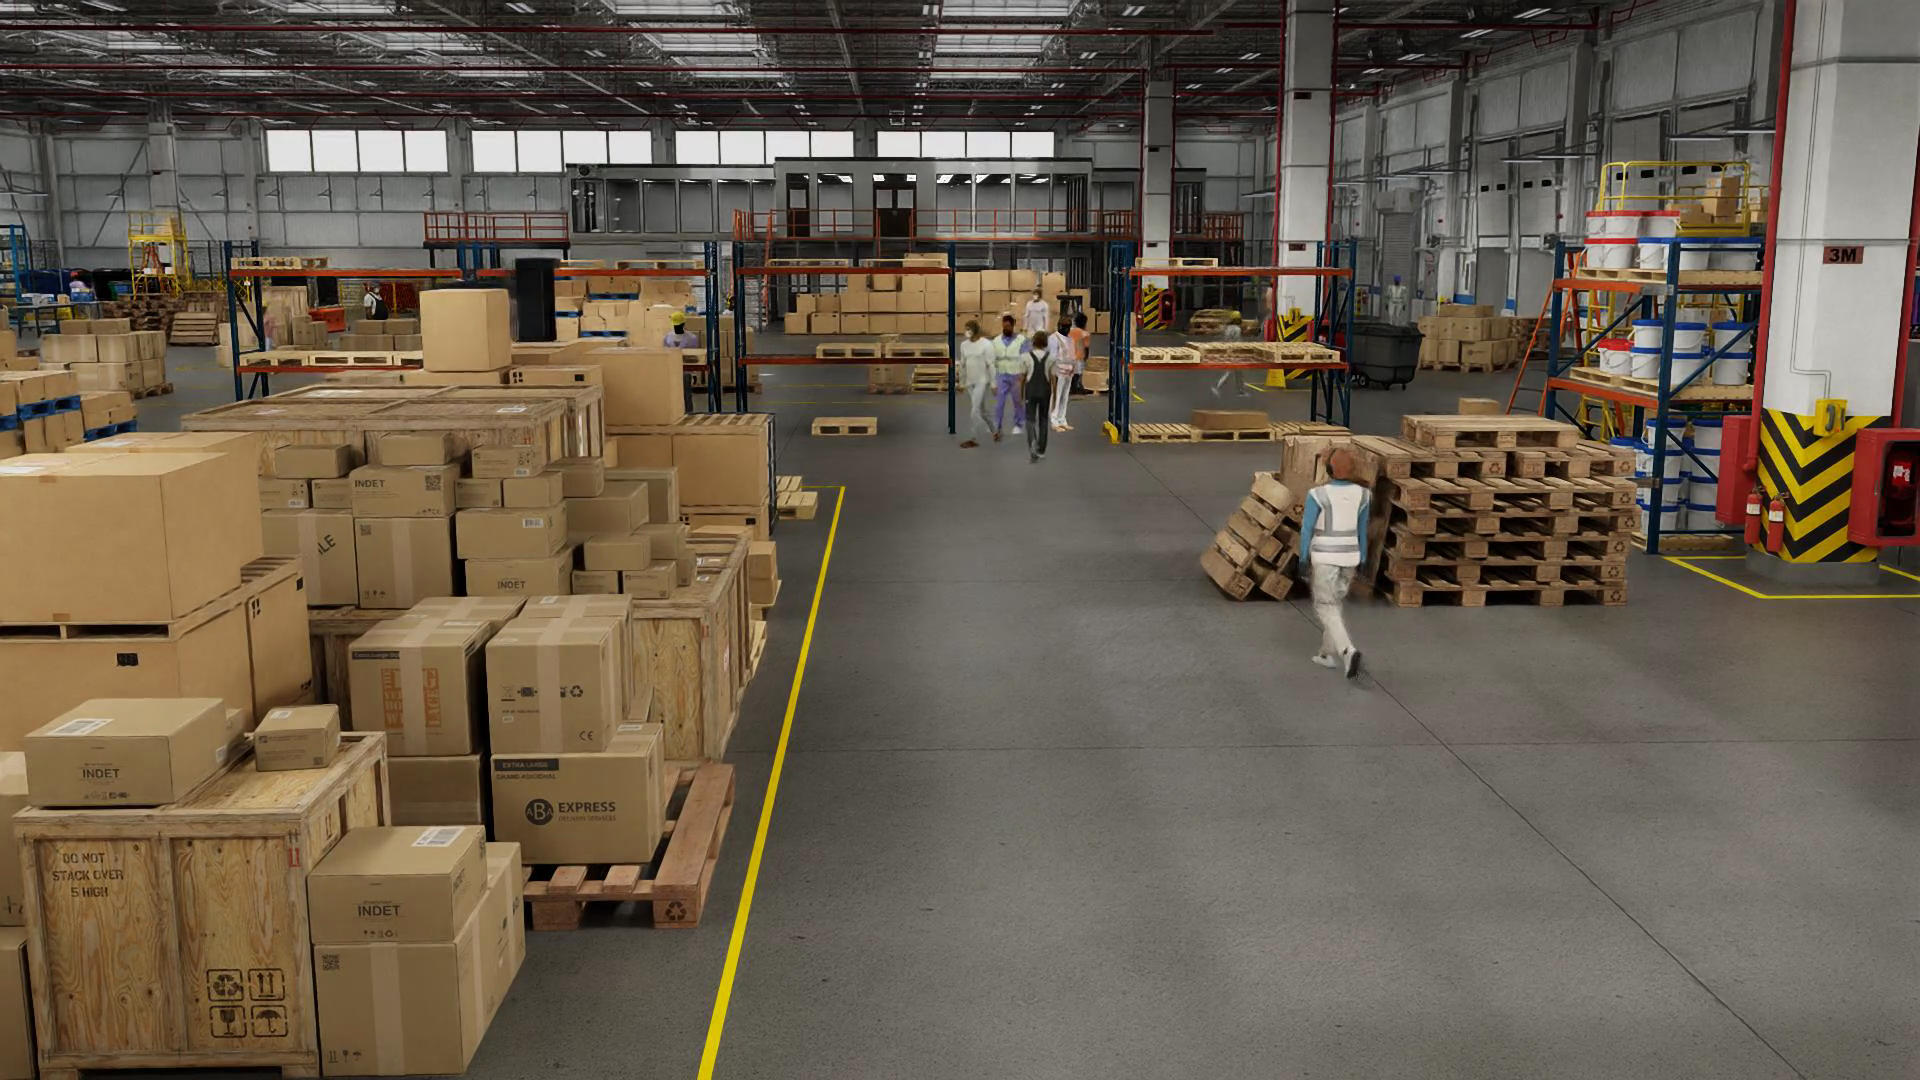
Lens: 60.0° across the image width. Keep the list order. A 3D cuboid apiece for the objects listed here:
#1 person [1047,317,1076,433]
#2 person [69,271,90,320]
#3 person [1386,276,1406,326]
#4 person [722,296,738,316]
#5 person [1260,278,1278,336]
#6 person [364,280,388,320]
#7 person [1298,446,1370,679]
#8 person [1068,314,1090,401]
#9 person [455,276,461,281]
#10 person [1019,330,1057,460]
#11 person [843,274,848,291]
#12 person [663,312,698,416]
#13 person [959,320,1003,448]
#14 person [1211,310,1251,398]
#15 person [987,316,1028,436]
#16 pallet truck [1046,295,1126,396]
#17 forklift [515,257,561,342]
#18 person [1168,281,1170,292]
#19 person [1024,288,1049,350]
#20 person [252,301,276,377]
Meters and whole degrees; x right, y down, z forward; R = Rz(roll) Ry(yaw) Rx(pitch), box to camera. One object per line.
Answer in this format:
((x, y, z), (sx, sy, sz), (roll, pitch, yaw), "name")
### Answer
((1.643, -2.637, 26.585), (0.430, 1.839, 0.619), (6, 12, 31), "person")
((-30.867, -8.420, 58.277), (0.761, 2.025, 0.626), (6, 12, 28), "person")
((14.475, -7.804, 55.208), (0.642, 1.889, 1.014), (2, 10, 10), "person")
((-4.974, -4.375, 36.219), (0.326, 1.861, 0.499), (6, 12, 30), "person")
((9.882, -7.382, 52.817), (0.589, 1.905, 0.594), (-5, 11, -26), "person")
((-15.216, -5.770, 43.462), (0.536, 2.000, 0.688), (2, 10, 8), "person")
((2.644, 0.161, 11.626), (0.521, 1.619, 0.699), (-4, 11, -19), "person")
((2.154, -3.451, 31.583), (0.541, 1.660, 0.637), (10, 14, 44), "person")
((-19.499, -9.554, 65.055), (0.576, 1.867, 0.636), (-1, 10, -3), "person")
((1.081, -1.990, 23.008), (0.535, 1.827, 0.655), (0, 10, -2), "person")
((-3.835, -8.425, 58.621), (0.746, 1.915, 0.558), (-1, 10, -8), "person")
((-4.500, -2.706, 26.738), (0.584, 1.918, 0.376), (2, 10, 10), "person")
((0.314, -2.340, 24.798), (0.648, 1.901, 0.938), (9, 14, 41), "person")
((5.297, -3.625, 32.437), (0.833, 1.708, 0.484), (-2, 10, -10), "person")
((0.751, -2.566, 26.058), (0.596, 1.880, 0.872), (5, 11, 25), "person")
((2.483, -3.881, 33.060), (1.885, 1.965, 0.823), (-7, 13, -36), "pallet truck")
((-5.358, -2.210, 21.292), (1.873, 2.768, 1.129), (0, 10, -2), "forklift")
((7.588, -9.003, 62.131), (0.632, 1.806, 0.887), (9, 14, 41), "person")
((1.897, -5.141, 40.315), (0.636, 1.917, 0.722), (7, 13, 36), "person")
((-15.752, -4.583, 37.717), (0.532, 1.742, 0.790), (2, 10, 10), "person")
